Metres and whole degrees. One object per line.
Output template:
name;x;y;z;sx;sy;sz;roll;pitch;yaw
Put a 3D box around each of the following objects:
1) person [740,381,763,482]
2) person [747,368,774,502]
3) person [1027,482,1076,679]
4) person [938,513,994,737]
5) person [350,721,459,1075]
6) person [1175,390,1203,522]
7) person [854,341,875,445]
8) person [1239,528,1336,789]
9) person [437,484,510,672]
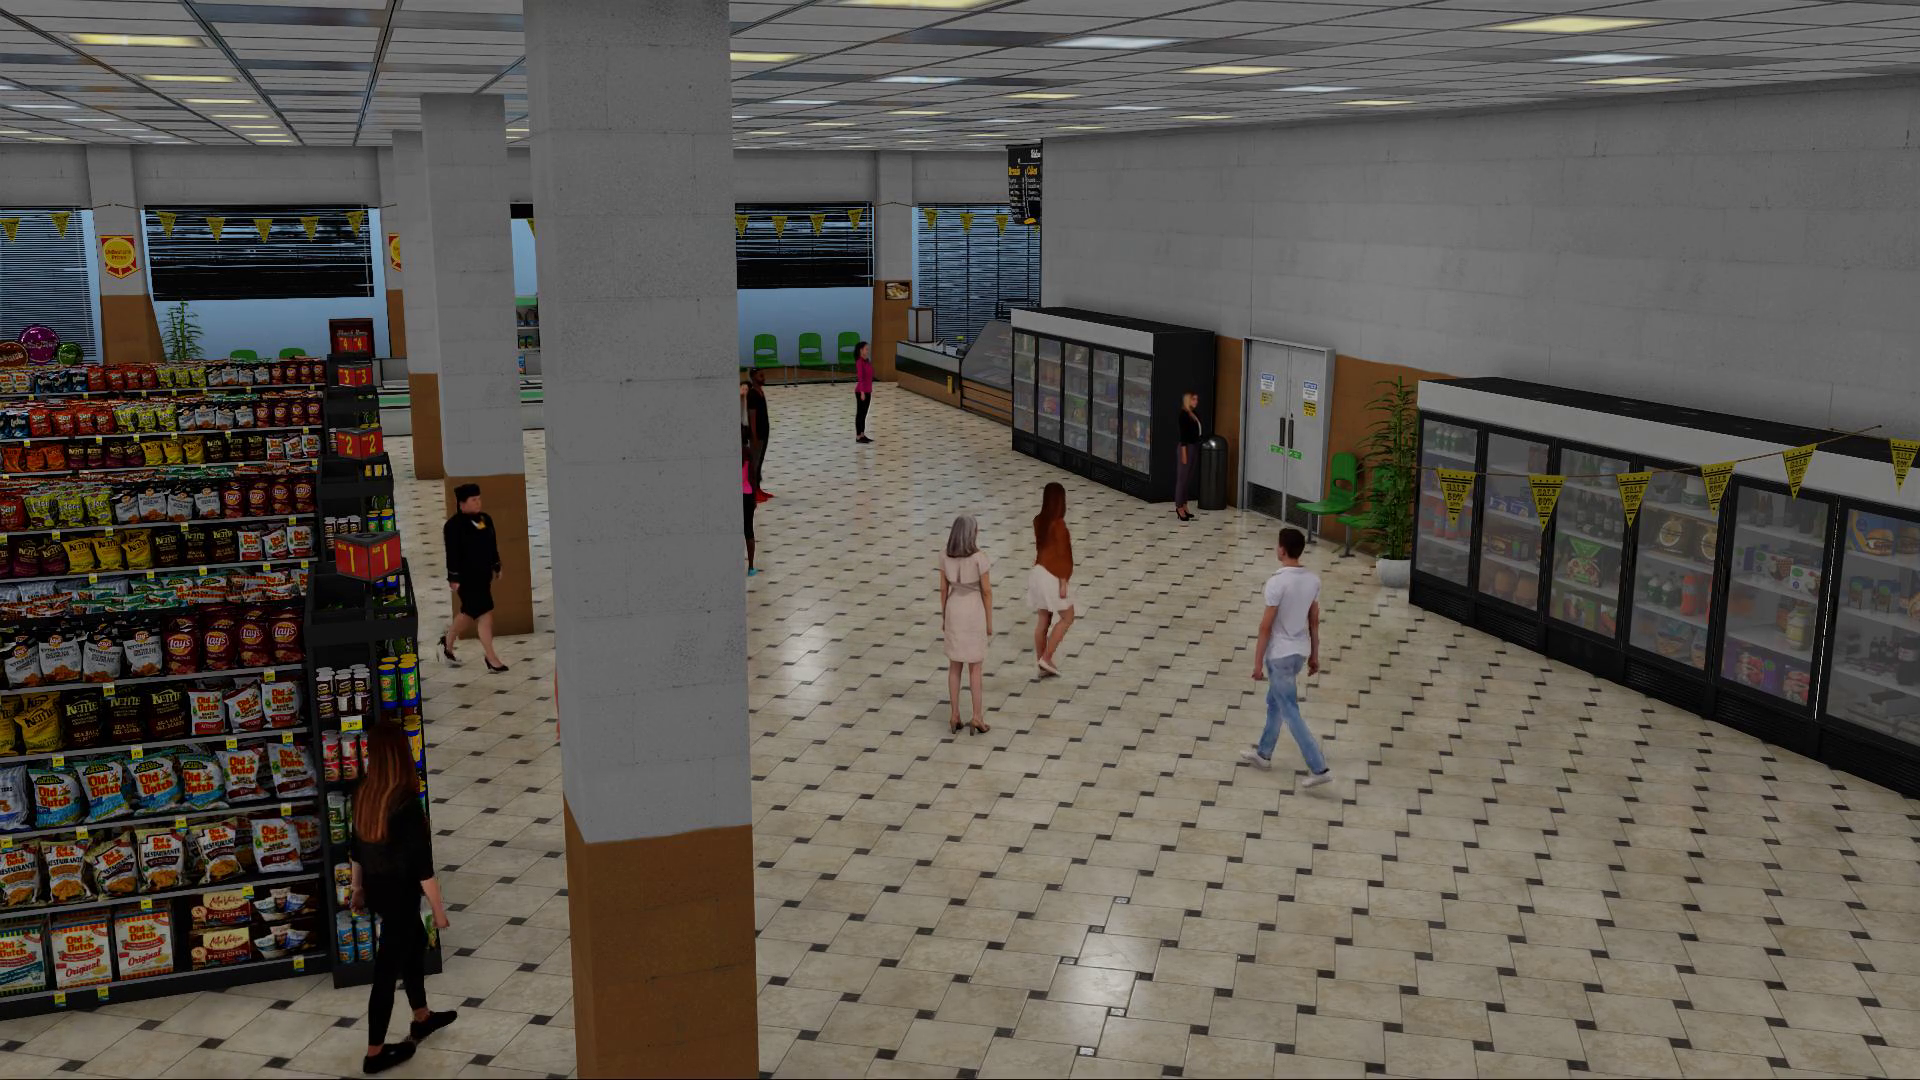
person;-3.050;-1.574;24.103;0.649;1.473;0.724;4;13;20
person;-2.769;-1.453;22.726;0.705;1.804;0.721;2;12;9
person;0.704;0.366;14.328;0.715;1.706;0.689;-7;14;-32
person;0.048;0.652;12.898;0.688;1.735;0.749;6;13;25
person;-2.785;1.730;7.897;0.864;1.685;0.951;9;15;37
person;2.908;-1.097;21.366;0.730;1.667;0.667;6;13;25
person;-1.627;-2.469;27.805;0.719;1.699;0.679;3;12;16
person;2.365;0.864;11.701;1.220;1.813;0.962;-9;15;-36
person;-4.332;0.340;14.602;1.155;1.643;1.099;5;13;22
